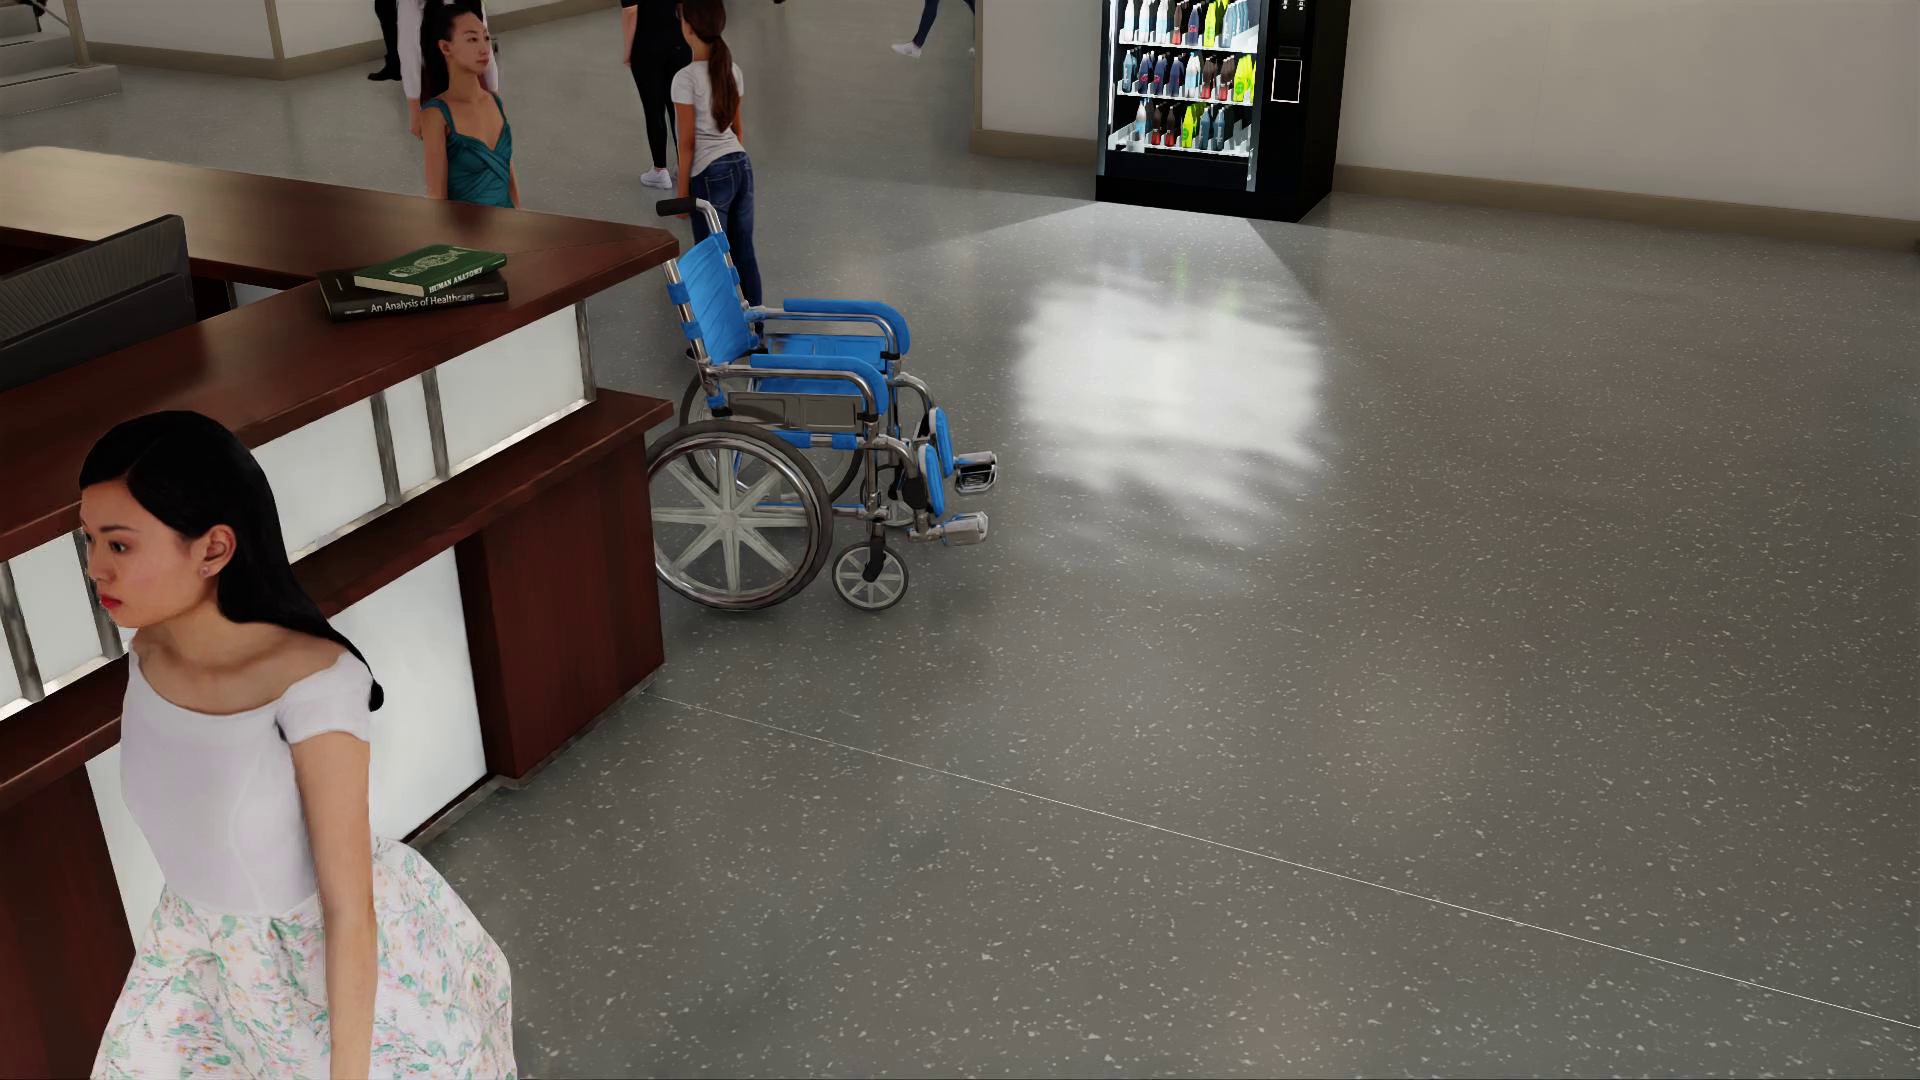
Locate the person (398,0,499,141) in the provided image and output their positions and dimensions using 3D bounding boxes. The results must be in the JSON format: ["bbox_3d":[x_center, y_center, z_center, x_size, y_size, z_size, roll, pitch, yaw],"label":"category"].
[{"bbox_3d":[-2.311,-1.926,7.684,0.819,1.729,0.914,-11,28,-22],"label":"person"}]

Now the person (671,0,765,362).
[{"bbox_3d":[-1.031,-1.525,7.046,0.593,1.562,0.592,20,32,35],"label":"person"}]

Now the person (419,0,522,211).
[{"bbox_3d":[-1.667,-0.970,5.753,0.590,1.685,0.588,15,30,29],"label":"person"}]

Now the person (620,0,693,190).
[{"bbox_3d":[-1.791,-2.925,9.860,0.707,1.639,0.732,-17,31,-32],"label":"person"}]

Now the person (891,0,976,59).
[{"bbox_3d":[0.015,-4.850,13.807,1.239,1.678,1.088,-6,26,-11],"label":"person"}]

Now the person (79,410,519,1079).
[{"bbox_3d":[-0.835,0.645,2.360,1.096,1.723,0.670,12,28,23],"label":"person"}]
